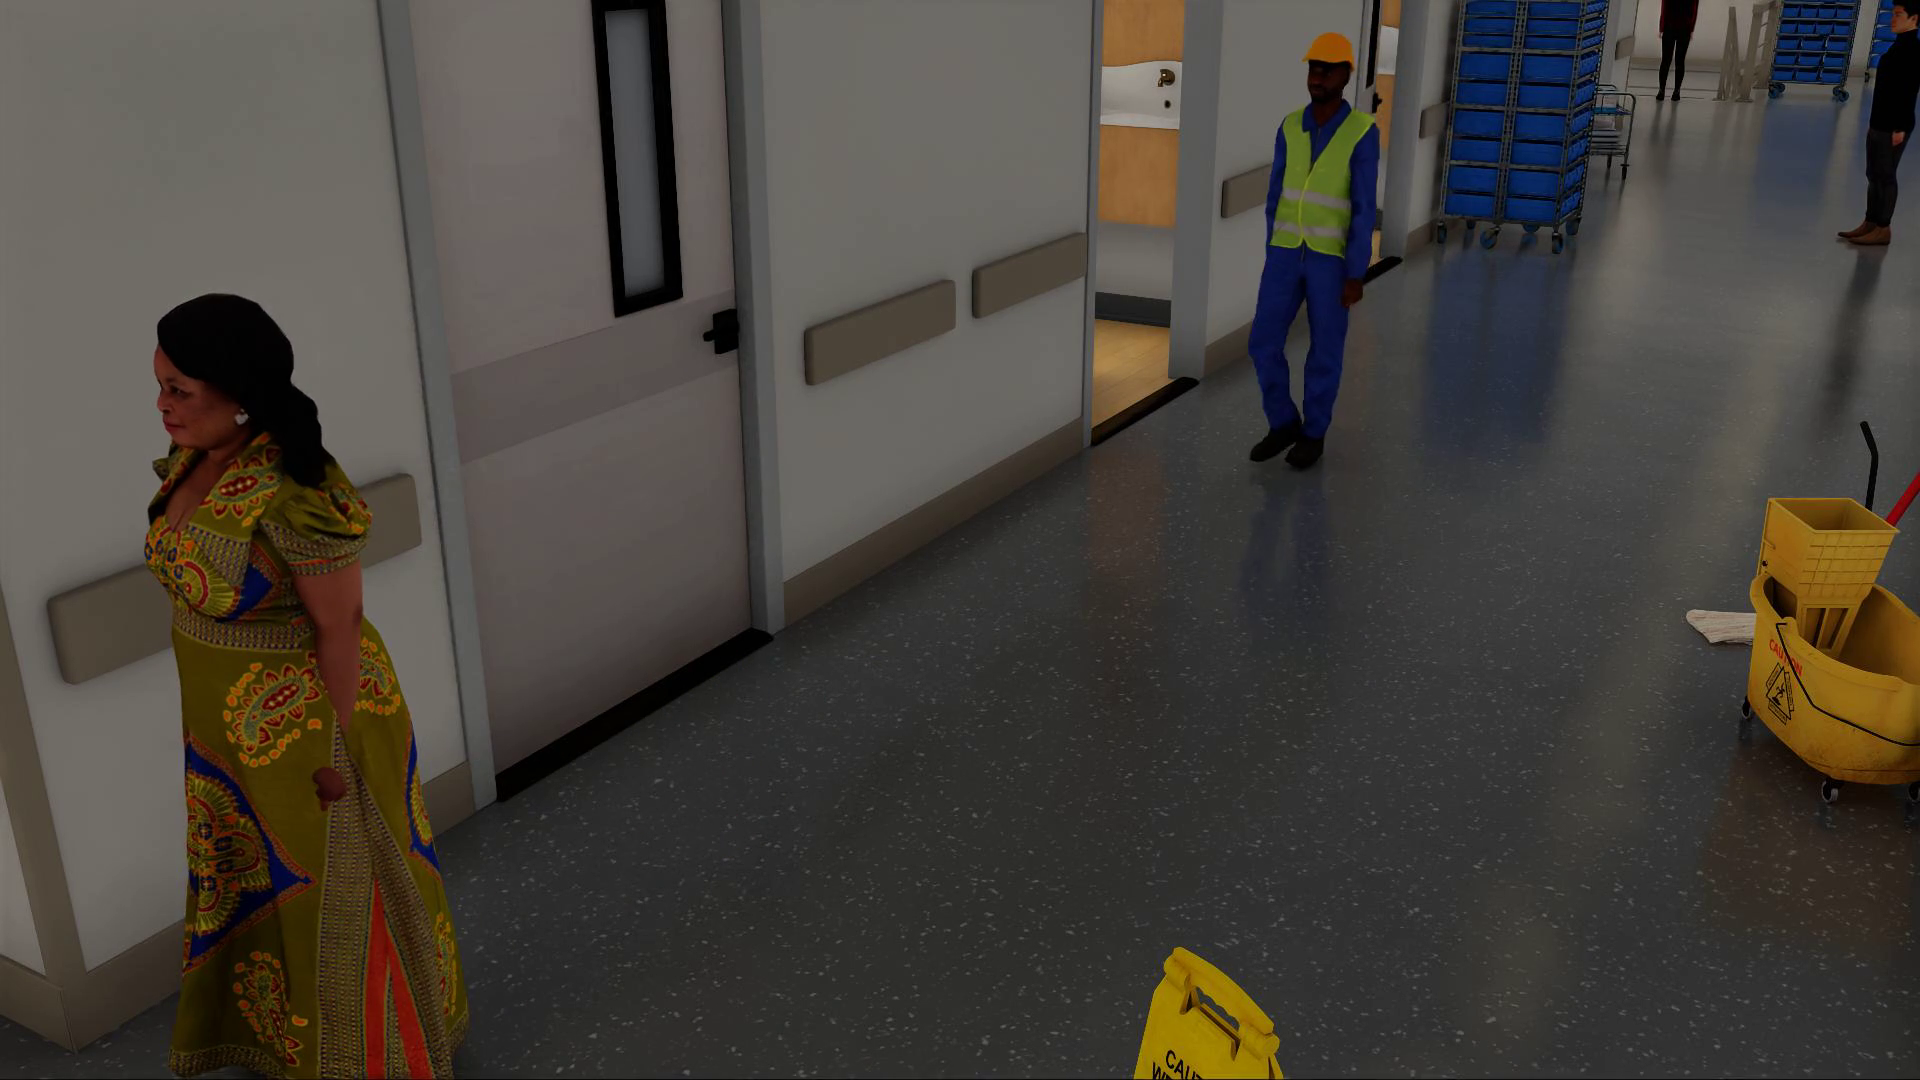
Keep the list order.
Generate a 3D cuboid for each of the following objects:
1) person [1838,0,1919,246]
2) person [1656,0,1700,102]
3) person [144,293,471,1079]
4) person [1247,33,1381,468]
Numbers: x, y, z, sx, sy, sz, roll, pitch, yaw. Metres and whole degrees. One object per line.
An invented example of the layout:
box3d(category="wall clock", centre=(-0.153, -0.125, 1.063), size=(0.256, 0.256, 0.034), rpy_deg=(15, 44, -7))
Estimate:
box3d(category="person", centre=(6.653, -2.992, 11.876), size=(0.769, 1.722, 0.603), rpy_deg=(4, 21, 9))
box3d(category="person", centre=(9.041, -6.399, 20.961), size=(0.628, 1.658, 0.578), rpy_deg=(6, 22, 16))
box3d(category="person", centre=(-1.279, 0.337, 3.176), size=(0.874, 1.659, 0.795), rpy_deg=(15, 25, 34))
box3d(category="person", centre=(1.542, -1.209, 7.050), size=(0.709, 1.805, 0.669), rpy_deg=(15, 25, 34))
